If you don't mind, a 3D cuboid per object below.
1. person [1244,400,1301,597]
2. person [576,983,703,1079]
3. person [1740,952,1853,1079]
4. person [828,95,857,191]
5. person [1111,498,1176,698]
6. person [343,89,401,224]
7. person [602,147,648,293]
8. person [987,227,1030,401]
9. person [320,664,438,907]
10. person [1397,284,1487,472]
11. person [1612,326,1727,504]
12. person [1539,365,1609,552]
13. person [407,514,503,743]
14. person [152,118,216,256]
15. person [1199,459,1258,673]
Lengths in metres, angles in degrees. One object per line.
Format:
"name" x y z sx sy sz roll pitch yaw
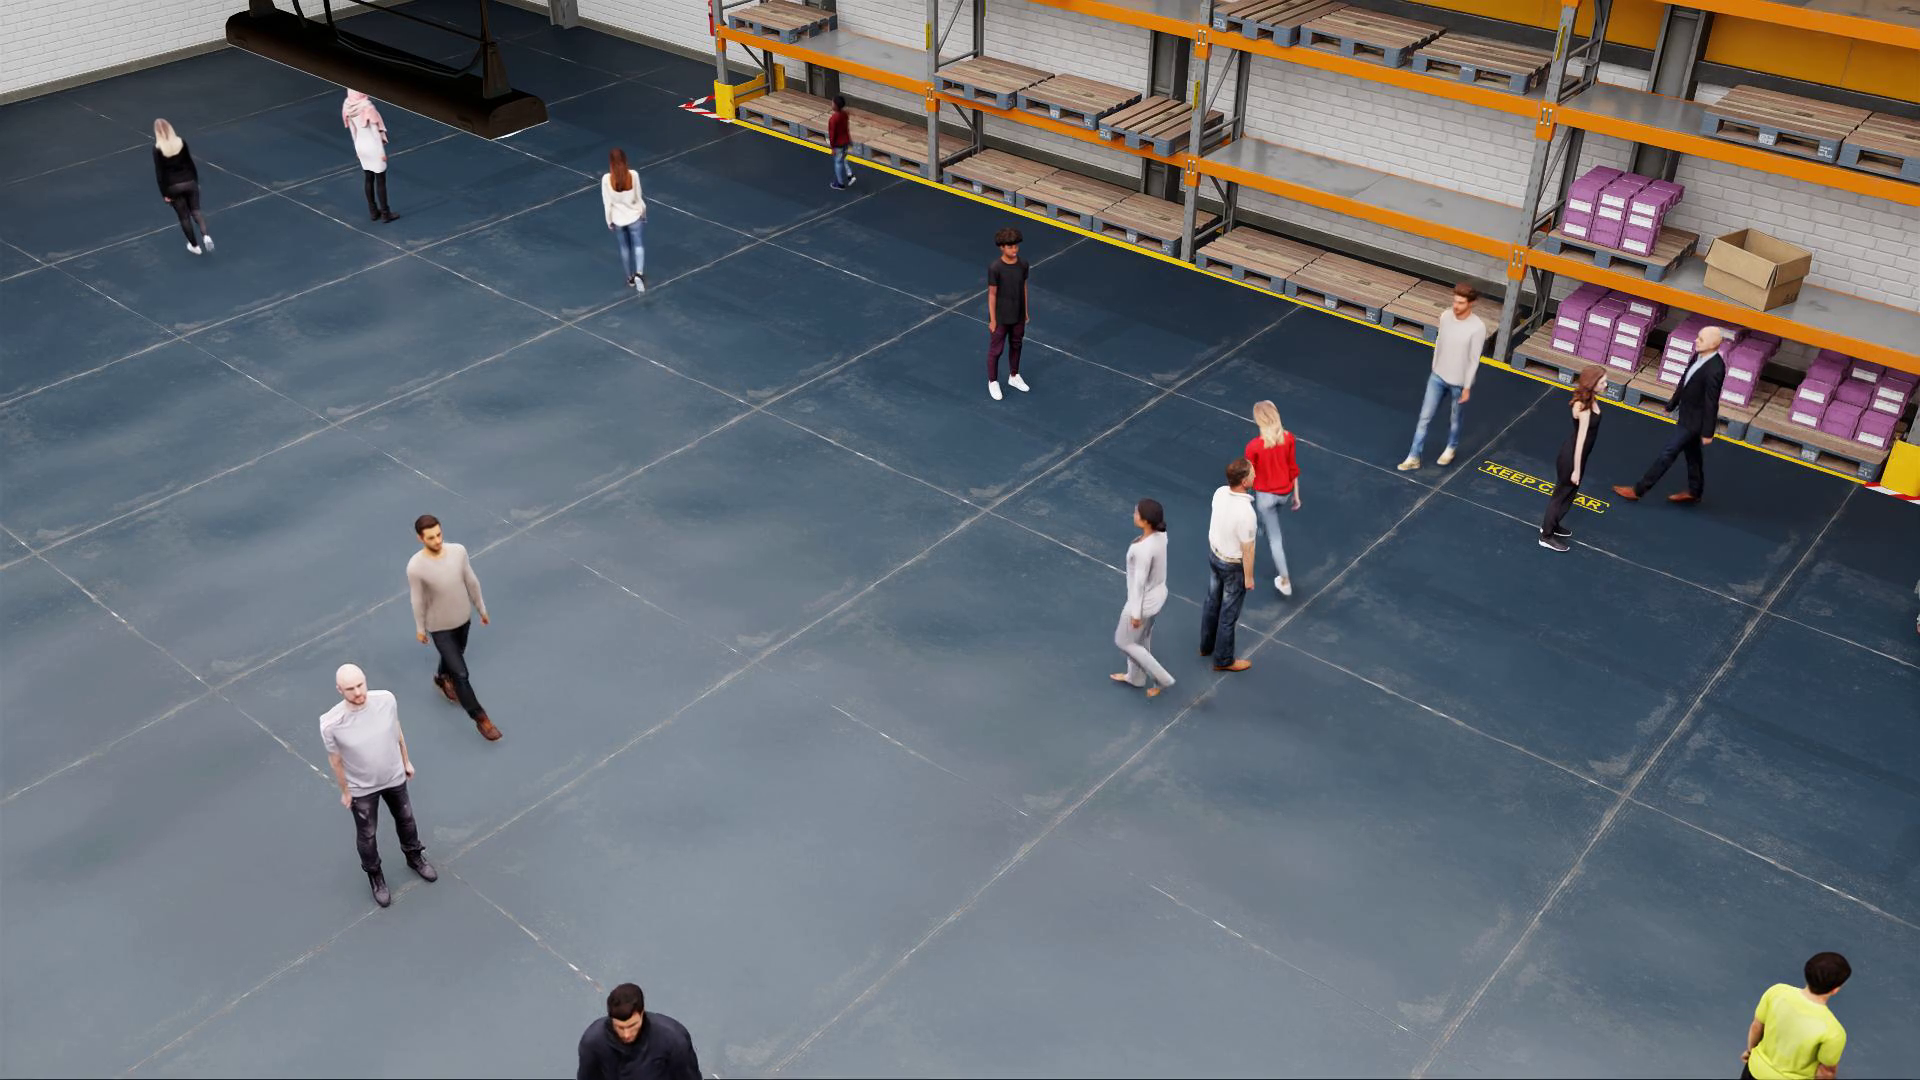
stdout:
"person" 2.649 -0.300 13.856 0.921 1.638 1.182 -11 35 -16
"person" -1.665 2.906 8.792 1.008 1.905 1.072 1 34 2
"person" 4.465 2.880 9.009 0.734 1.708 0.573 -20 39 -28
"person" -1.497 -5.120 21.462 0.578 1.247 0.536 20 38 27
"person" 1.477 0.460 12.637 0.855 1.722 0.746 15 36 21
"person" -7.271 -4.800 20.477 0.594 1.804 0.731 16 37 22
"person" -3.735 -3.576 18.752 0.946 1.674 1.036 -6 34 -9
"person" 0.480 -2.314 16.755 0.685 1.784 0.681 -19 38 -26
"person" -3.833 1.553 10.894 0.685 1.832 0.624 -26 42 -33
"person" 4.646 -1.534 15.500 0.916 1.875 0.714 25 41 32
"person" 6.653 -1.078 14.909 1.210 1.769 1.046 5 34 8
"person" 5.318 -0.736 14.415 0.598 1.746 0.645 14 36 20
"person" -3.840 0.573 12.371 1.184 1.829 0.694 28 42 35
"person" -9.122 -4.115 19.560 0.654 1.679 0.818 -29 43 -36
"person" 2.083 0.179 12.939 0.809 1.856 0.688 -12 35 -17
